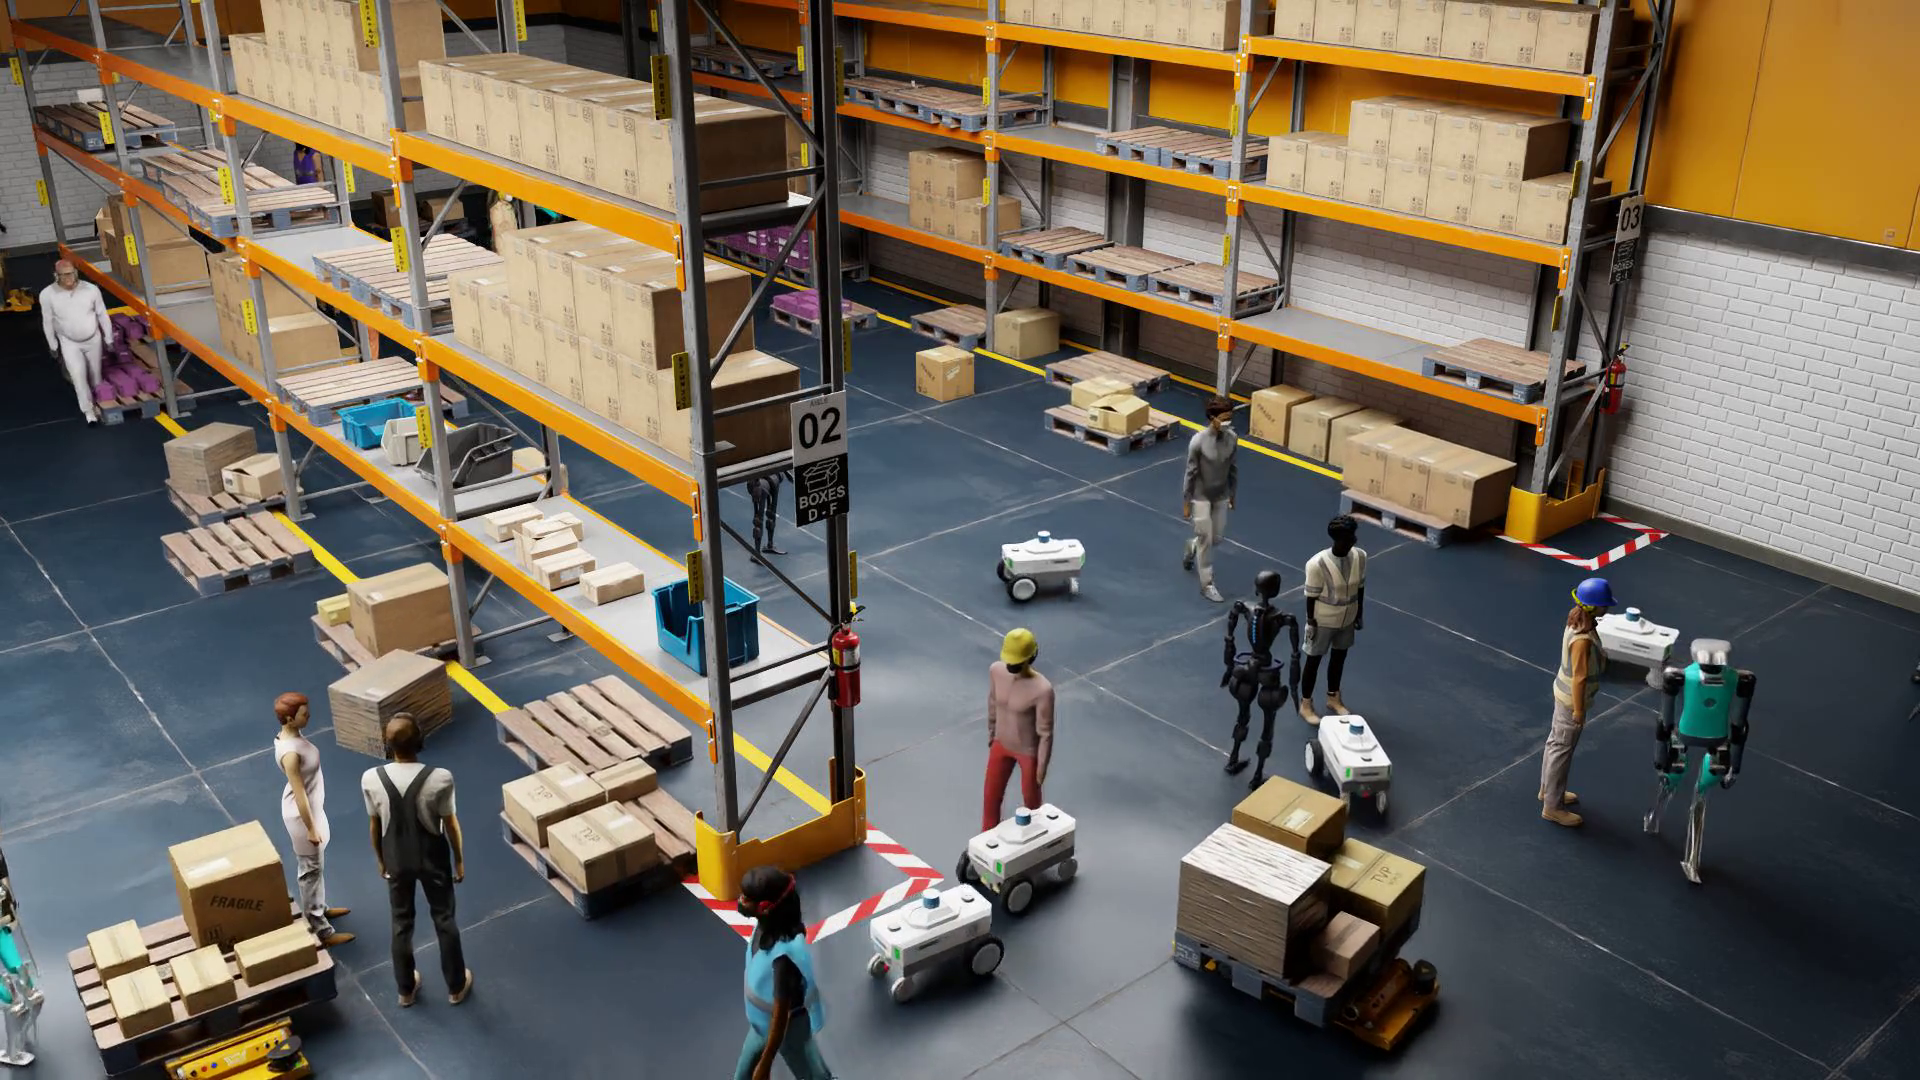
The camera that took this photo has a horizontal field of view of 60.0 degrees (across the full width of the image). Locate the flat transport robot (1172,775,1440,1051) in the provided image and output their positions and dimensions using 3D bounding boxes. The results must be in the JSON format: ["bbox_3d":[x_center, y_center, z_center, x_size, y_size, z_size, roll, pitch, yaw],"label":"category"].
[{"bbox_3d":[2.037,2.497,9.861,1.431,0.231,0.659,18,29,35],"label":"flat transport robot"}]

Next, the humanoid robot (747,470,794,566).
[{"bbox_3d":[-1.761,-0.607,15.256,0.315,1.657,0.599,11,26,25],"label":"humanoid robot"}]

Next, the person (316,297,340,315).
[{"bbox_3d":[-8.854,-3.963,23.022,0.558,1.729,0.841,-10,25,-23],"label":"person"}]

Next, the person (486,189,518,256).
[{"bbox_3d":[-6.261,-4.004,22.903,0.390,1.870,0.559,3,24,6],"label":"person"}]

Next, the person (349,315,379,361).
[{"bbox_3d":[-7.153,-2.693,20.003,0.504,1.758,0.343,12,26,26],"label":"person"}]

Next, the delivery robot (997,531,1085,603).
[{"bbox_3d":[0.715,0.223,14.767,0.766,0.594,0.529,-5,24,-10],"label":"delivery robot"}]

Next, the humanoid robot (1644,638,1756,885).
[{"bbox_3d":[4.722,1.338,10.756,0.567,1.819,0.903,7,24,16],"label":"humanoid robot"}]

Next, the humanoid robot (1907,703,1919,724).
[{"bbox_3d":[6.804,1.119,11.317,0.609,1.631,0.744,4,24,10],"label":"humanoid robot"}]

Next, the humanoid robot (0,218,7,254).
[{"bbox_3d":[-14.412,-4.651,24.648,0.352,1.646,0.596,-1,23,-1],"label":"humanoid robot"}]

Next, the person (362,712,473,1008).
[{"bbox_3d":[-3.070,1.823,9.456,0.501,1.837,0.359,-2,23,-5],"label":"person"}]

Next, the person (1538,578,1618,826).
[{"bbox_3d":[4.173,1.071,11.259,0.308,1.778,0.463,6,24,15],"label":"person"}]

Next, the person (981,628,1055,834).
[{"bbox_3d":[0.314,1.376,10.577,0.551,1.743,0.667,17,28,34],"label":"person"}]

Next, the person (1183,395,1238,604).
[{"bbox_3d":[2.165,-0.418,14.605,0.548,1.869,0.708,-10,25,-22],"label":"person"}]

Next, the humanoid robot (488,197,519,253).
[{"bbox_3d":[-7.031,-4.966,25.385,0.759,1.856,0.531,-17,29,-35],"label":"humanoid robot"}]

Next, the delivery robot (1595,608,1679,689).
[{"bbox_3d":[5.344,0.826,13.358,0.765,0.585,0.499,14,27,30],"label":"delivery robot"}]

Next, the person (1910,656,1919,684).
[{"bbox_3d":[7.817,0.264,12.951,0.546,1.926,0.388,13,27,28],"label":"person"}]

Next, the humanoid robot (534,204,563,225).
[{"bbox_3d":[-6.586,-5.492,26.510,0.872,1.775,0.599,-11,26,-24],"label":"humanoid robot"}]

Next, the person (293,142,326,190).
[{"bbox_3d":[-10.387,-5.640,26.628,0.548,1.920,0.429,10,25,22],"label":"person"}]

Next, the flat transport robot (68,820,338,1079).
[{"bbox_3d":[-4.221,2.690,9.413,0.659,0.231,1.431,-16,28,-32],"label":"flat transport robot"}]

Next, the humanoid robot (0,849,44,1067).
[{"bbox_3d":[-5.186,2.126,8.908,0.723,1.804,0.530,12,26,25],"label":"humanoid robot"}]

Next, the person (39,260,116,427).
[{"bbox_3d":[-9.875,-2.209,18.737,0.672,1.864,0.932,-17,28,-34],"label":"person"}]

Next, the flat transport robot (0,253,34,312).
[{"bbox_3d":[-13.799,-3.300,23.284,1.431,0.231,0.659,-10,25,-22],"label":"flat transport robot"}]

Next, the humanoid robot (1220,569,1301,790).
[{"bbox_3d":[2.105,0.963,11.629,0.613,1.648,0.347,15,27,31],"label":"humanoid robot"}]

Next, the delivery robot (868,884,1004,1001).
[{"bbox_3d":[-0.150,2.346,9.874,0.815,0.614,0.499,-15,27,-30],"label":"delivery robot"}]

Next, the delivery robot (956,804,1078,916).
[{"bbox_3d":[0.385,1.999,10.651,0.774,0.592,0.499,-18,29,-36],"label":"delivery robot"}]

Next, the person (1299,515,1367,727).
[{"bbox_3d":[2.798,0.589,12.480,0.533,1.693,0.320,-10,25,-22],"label":"person"}]

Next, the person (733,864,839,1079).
[{"bbox_3d":[-0.880,2.400,8.150,1.027,1.816,0.520,-10,25,-22],"label":"person"}]

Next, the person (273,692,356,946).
[{"bbox_3d":[-3.921,1.670,10.023,0.286,1.658,0.438,-9,25,-21],"label":"person"}]

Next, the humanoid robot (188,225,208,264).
[{"bbox_3d":[-10.626,-3.968,23.066,0.382,1.645,0.604,8,25,18],"label":"humanoid robot"}]

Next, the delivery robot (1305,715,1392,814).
[{"bbox_3d":[2.769,1.536,11.717,0.499,0.587,0.789,-2,23,-4],"label":"delivery robot"}]
